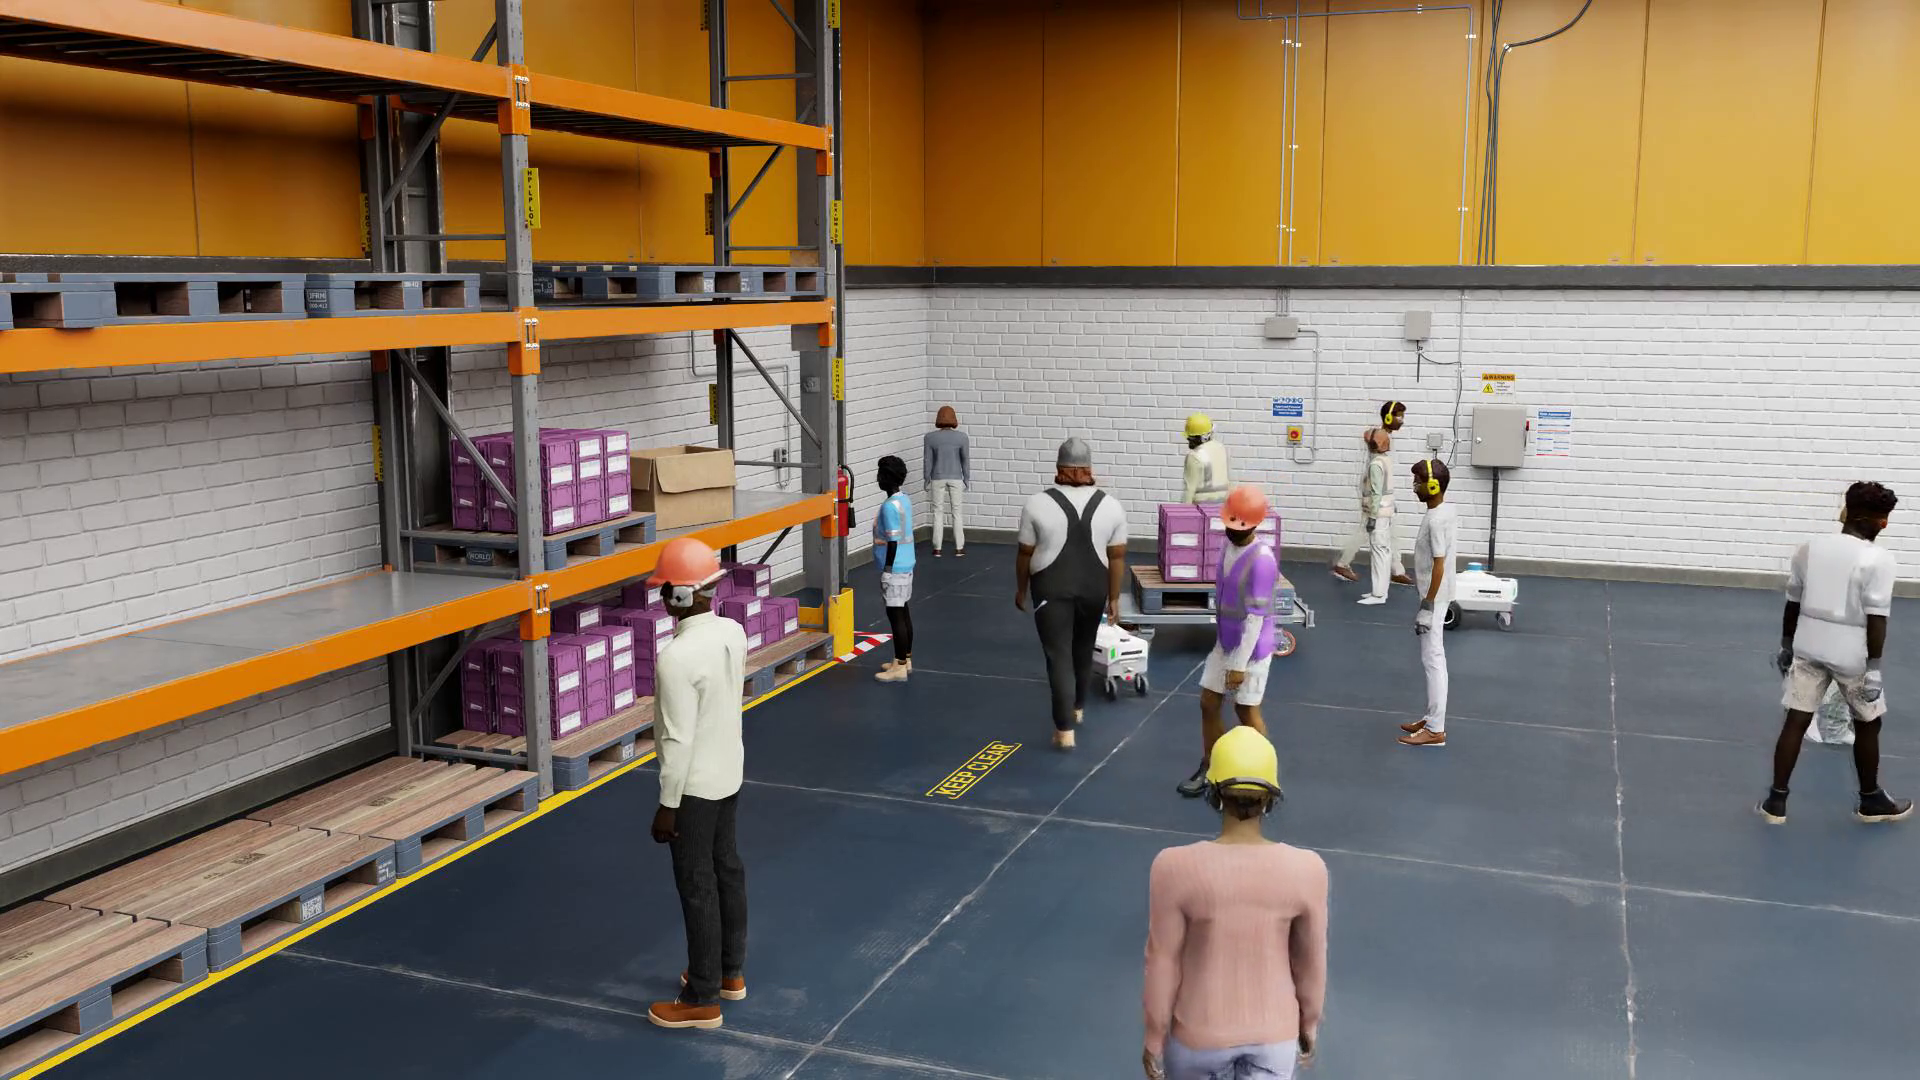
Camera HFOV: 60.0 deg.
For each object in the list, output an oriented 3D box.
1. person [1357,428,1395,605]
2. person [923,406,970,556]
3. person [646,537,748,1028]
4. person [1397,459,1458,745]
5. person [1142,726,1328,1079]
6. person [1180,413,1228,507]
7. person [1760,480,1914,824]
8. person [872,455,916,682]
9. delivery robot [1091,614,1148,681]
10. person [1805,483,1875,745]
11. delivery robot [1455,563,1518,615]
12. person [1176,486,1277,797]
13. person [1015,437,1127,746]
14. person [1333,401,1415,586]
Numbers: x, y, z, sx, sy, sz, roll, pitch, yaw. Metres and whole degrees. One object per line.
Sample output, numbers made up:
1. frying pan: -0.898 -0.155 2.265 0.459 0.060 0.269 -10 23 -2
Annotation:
1. person: 3.849 -0.215 15.332 0.314 1.636 0.515 4 10 24
2. person: -0.145 -0.633 17.967 0.507 1.631 0.276 0 9 -1
3. person: -1.063 0.974 6.746 0.376 1.995 0.611 3 9 16
4. person: 3.034 0.401 10.755 0.329 1.865 0.514 3 10 20
5. person: 0.791 1.405 4.795 0.545 1.750 0.400 -1 9 -3
6. person: 2.214 -0.283 15.297 0.450 1.784 0.621 8 12 42
7. person: 4.868 0.619 9.196 0.809 1.917 0.701 -5 10 -28
8. person: -0.499 0.211 12.467 0.316 1.695 0.542 1 9 9
9. delivery robot: 1.064 0.785 12.147 0.477 0.478 0.707 -5 10 -27
10. person: 5.669 0.491 10.626 0.424 1.731 0.490 4 10 22
11. delivery robot: 4.425 0.438 14.322 0.707 0.478 0.477 2 9 14
12. person: 1.562 0.601 9.447 0.654 1.874 0.630 -4 10 -21
13. person: 0.713 0.287 10.917 0.686 2.000 1.039 -2 9 -11
14. person: 4.094 -0.466 16.335 0.839 1.828 0.533 6 11 33
